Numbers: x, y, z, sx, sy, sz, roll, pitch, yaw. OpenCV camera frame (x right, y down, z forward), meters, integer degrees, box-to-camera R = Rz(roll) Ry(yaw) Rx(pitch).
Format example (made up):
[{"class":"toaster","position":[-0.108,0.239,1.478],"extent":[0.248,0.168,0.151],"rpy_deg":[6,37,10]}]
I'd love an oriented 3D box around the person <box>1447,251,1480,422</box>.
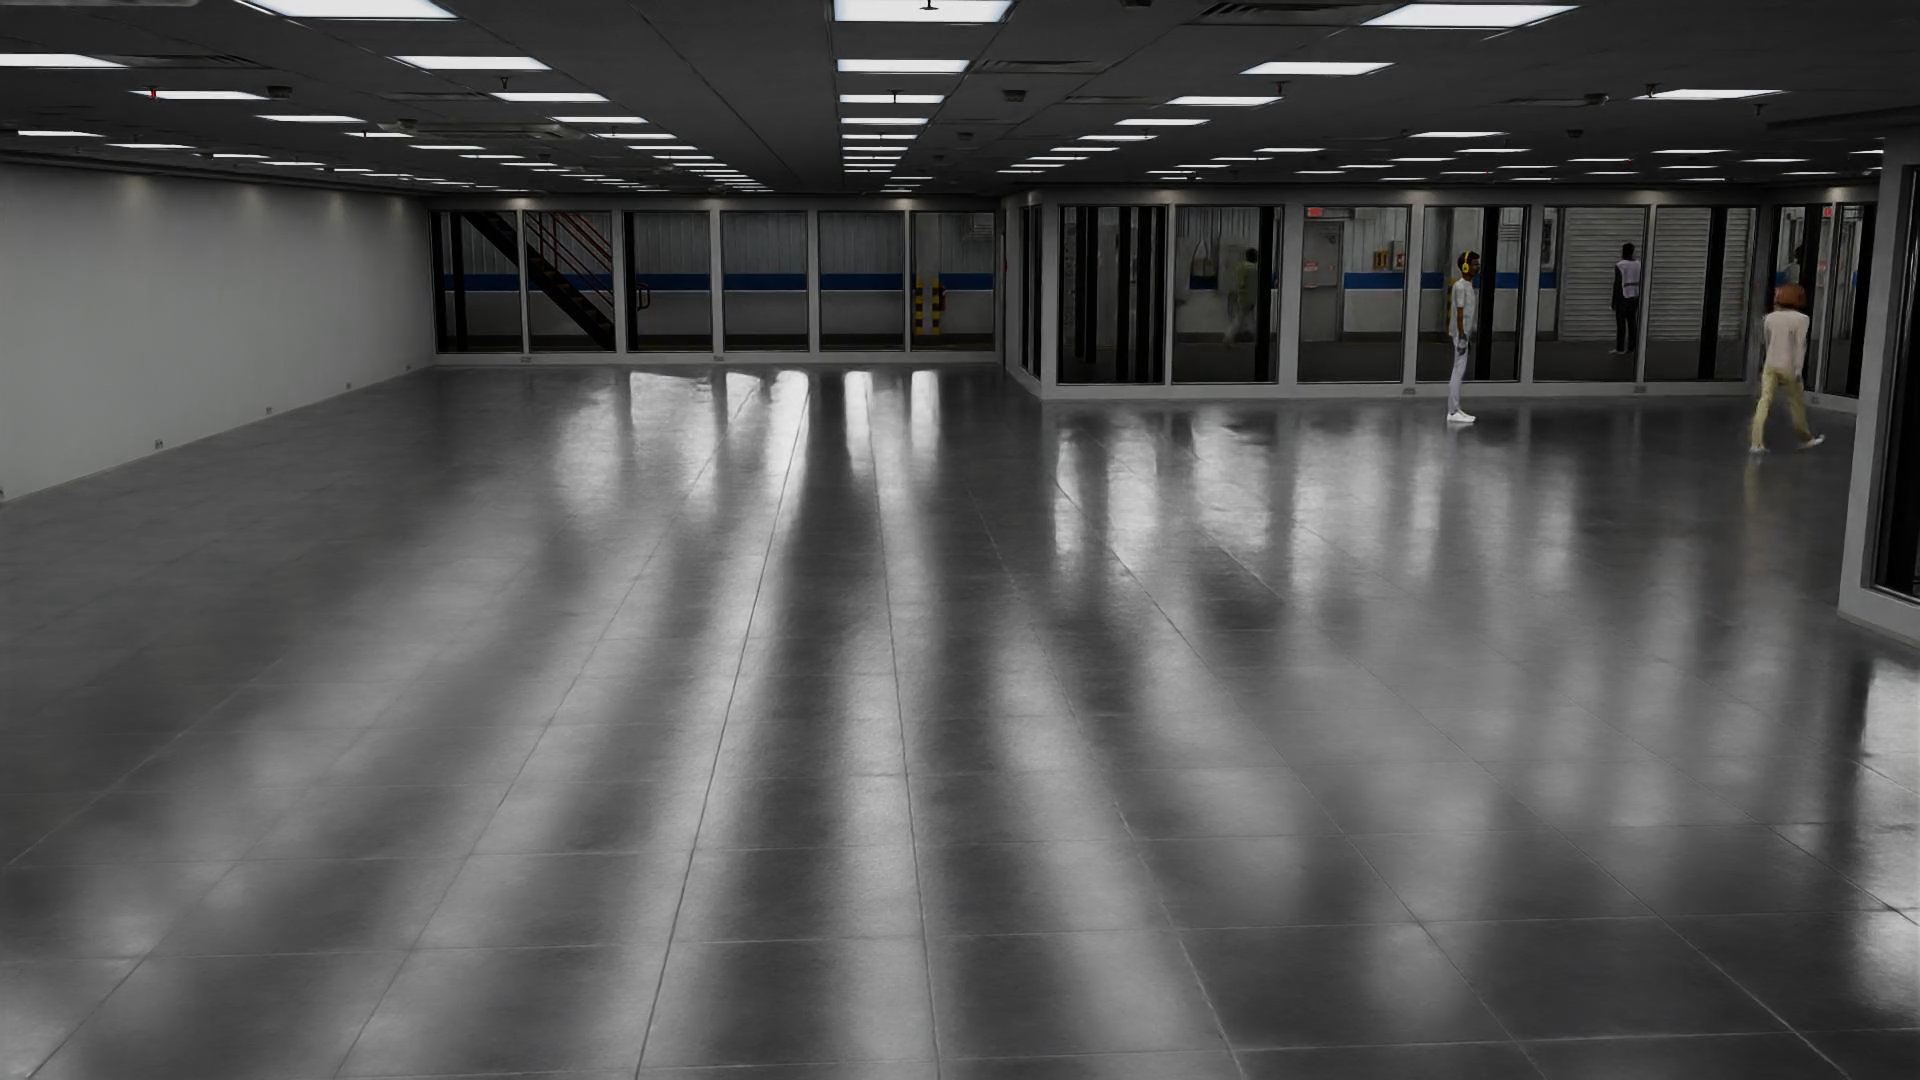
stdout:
[{"class":"person","position":[5.567,-2.236,18.351],"extent":[0.328,1.872,0.513],"rpy_deg":[4,11,20]}]

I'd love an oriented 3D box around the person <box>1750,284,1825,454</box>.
[{"class":"person","position":[7.837,-1.609,15.696],"extent":[0.830,1.593,0.504],"rpy_deg":[-5,12,-26]}]
